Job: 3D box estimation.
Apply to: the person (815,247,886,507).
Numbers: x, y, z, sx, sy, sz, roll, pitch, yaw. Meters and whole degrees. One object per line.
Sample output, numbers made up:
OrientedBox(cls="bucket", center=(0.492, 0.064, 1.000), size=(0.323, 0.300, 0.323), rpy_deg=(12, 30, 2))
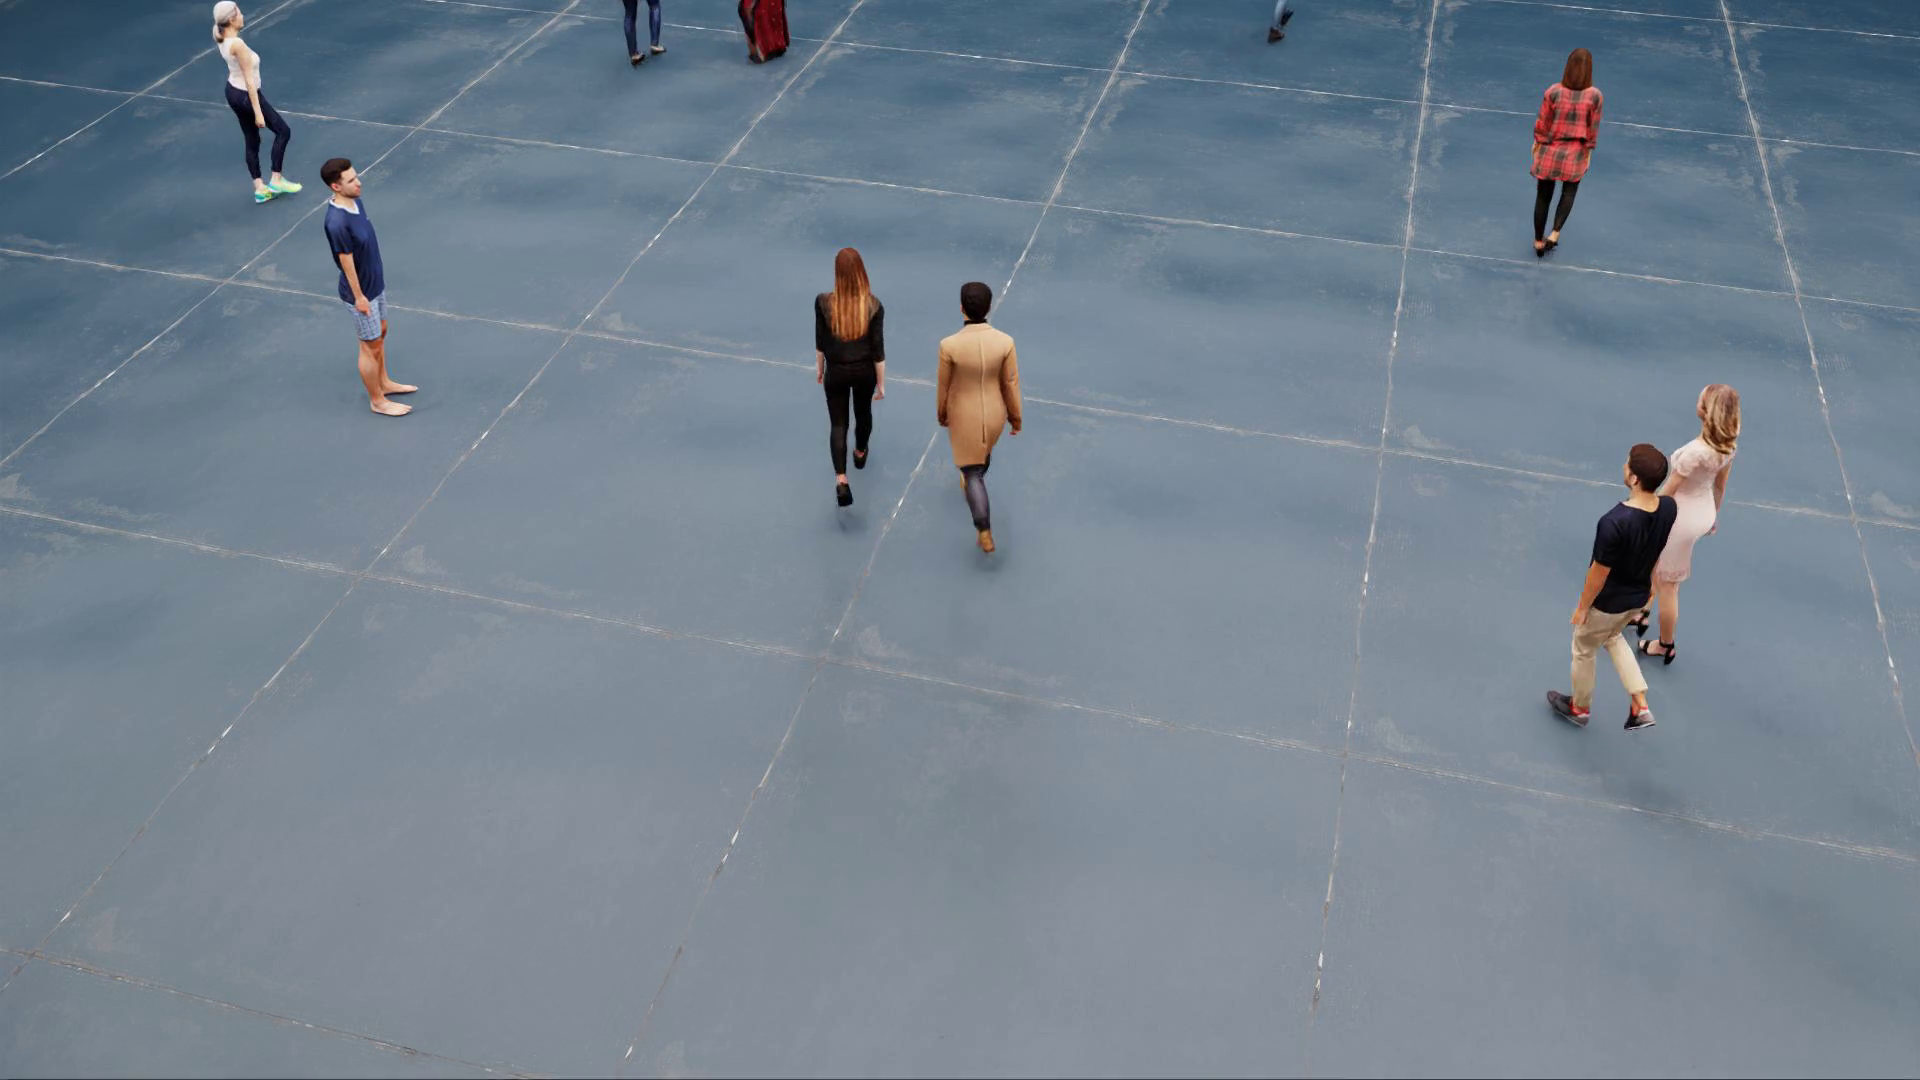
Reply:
OrientedBox(cls="person", center=(-0.706, -1.000, 10.465), size=(0.780, 1.687, 1.153), rpy_deg=(1, 38, 2))

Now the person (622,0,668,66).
OrientedBox(cls="person", center=(-3.193, -5.441, 16.129), size=(0.576, 1.703, 0.662), rpy_deg=(9, 39, 11))

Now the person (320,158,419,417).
OrientedBox(cls="person", center=(-4.049, -1.723, 11.259), size=(0.737, 1.848, 0.595), rpy_deg=(-1, 38, -1))

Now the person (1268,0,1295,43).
OrientedBox(cls="person", center=(3.256, -5.804, 16.674), size=(0.858, 1.603, 1.042), rpy_deg=(27, 45, 30))

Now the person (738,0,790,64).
OrientedBox(cls="person", center=(-1.956, -5.507, 16.294), size=(0.670, 1.604, 0.826), rpy_deg=(-31, 48, -34))

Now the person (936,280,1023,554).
OrientedBox(cls="person", center=(0.111, -0.705, 10.087), size=(1.029, 1.688, 1.232), rpy_deg=(-9, 39, -11))

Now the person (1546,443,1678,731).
OrientedBox(cls="person", center=(3.463, 0.350, 8.620), size=(0.939, 1.835, 1.005), rpy_deg=(-16, 41, -19))

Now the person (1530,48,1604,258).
OrientedBox(cls="person", center=(4.692, -2.975, 12.986), size=(0.657, 1.691, 0.628), rpy_deg=(14, 40, 17))

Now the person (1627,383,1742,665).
OrientedBox(cls="person", center=(4.034, -0.020, 9.110), size=(0.776, 1.814, 0.836), rpy_deg=(-22, 43, -26))

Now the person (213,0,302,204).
OrientedBox(cls="person", center=(-5.969, -3.583, 13.764), size=(0.799, 1.691, 0.766), rpy_deg=(-30, 47, -33))
